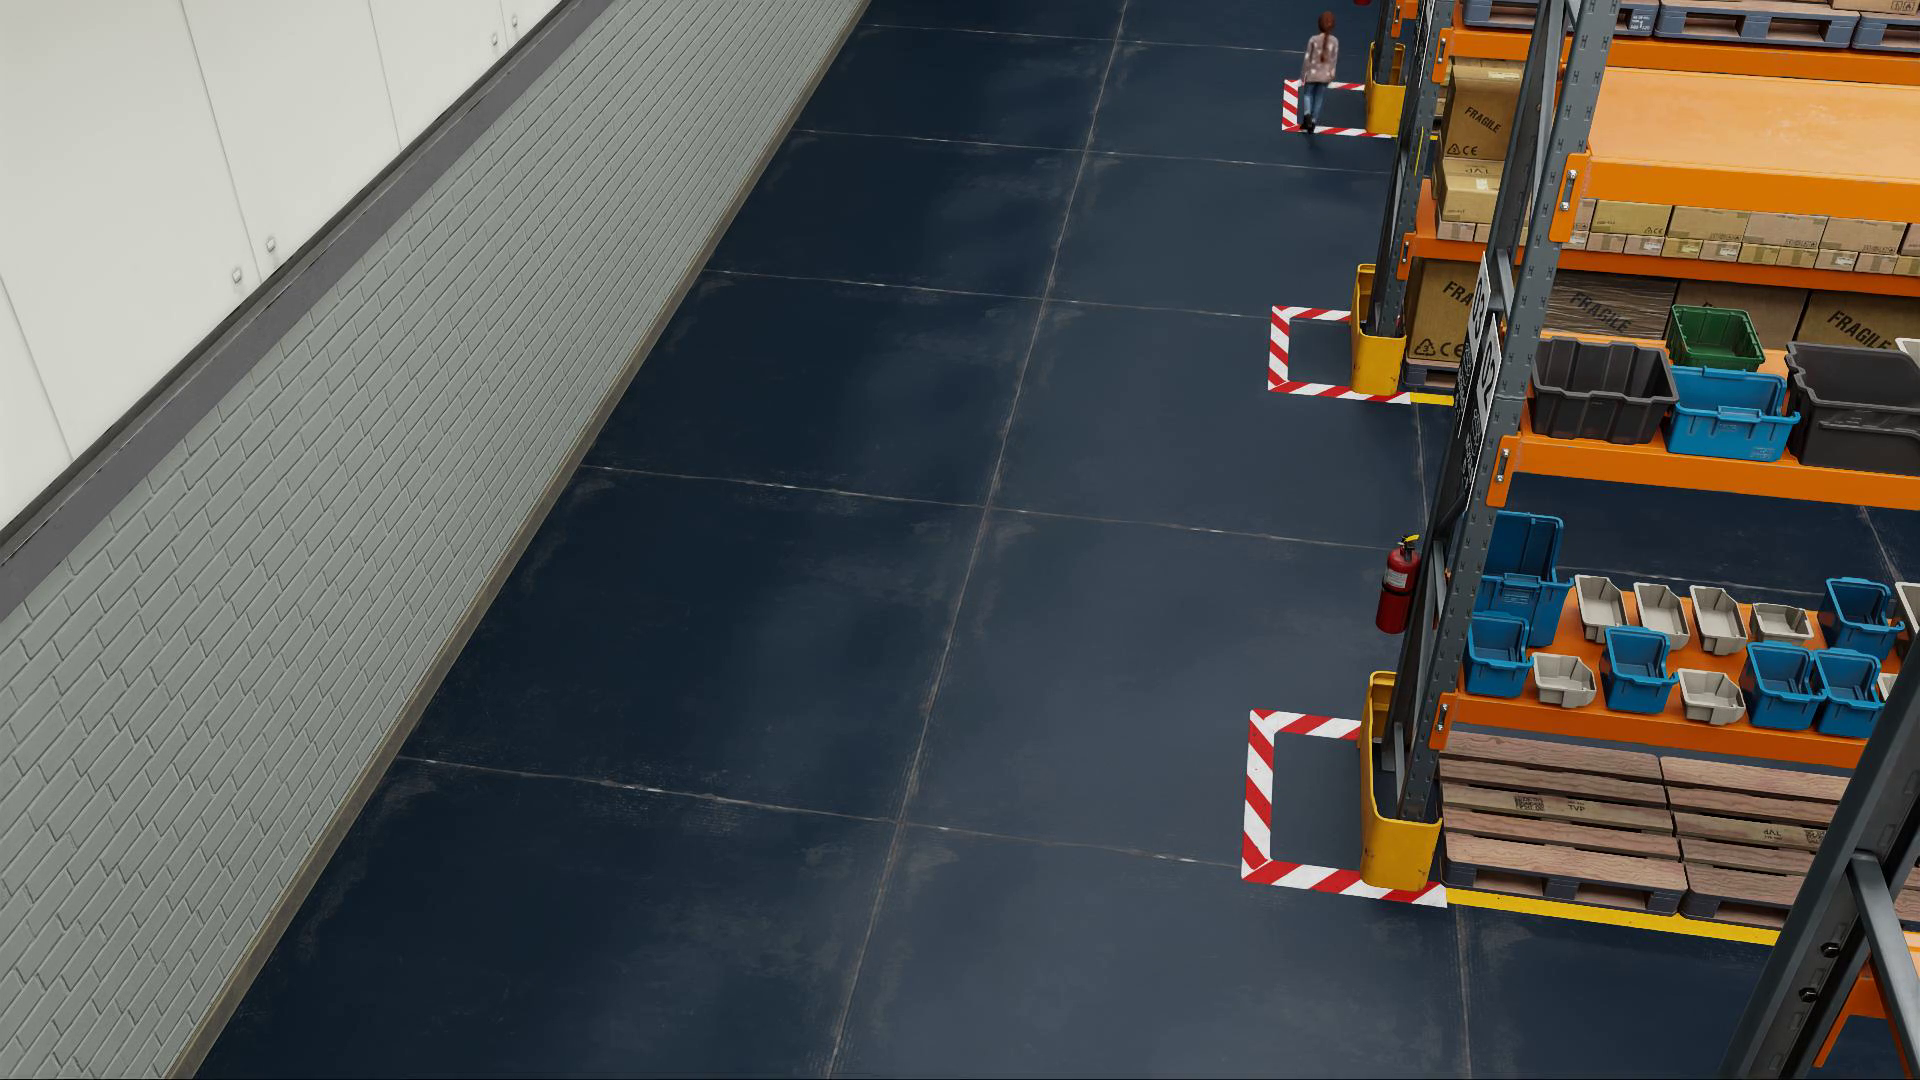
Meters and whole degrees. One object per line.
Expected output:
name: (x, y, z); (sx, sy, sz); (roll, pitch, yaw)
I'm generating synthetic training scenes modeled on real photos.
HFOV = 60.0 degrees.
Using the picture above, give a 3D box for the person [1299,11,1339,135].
person: (3.502, -4.522, 16.209); (0.469, 1.184, 0.559); (4, 37, 5)
